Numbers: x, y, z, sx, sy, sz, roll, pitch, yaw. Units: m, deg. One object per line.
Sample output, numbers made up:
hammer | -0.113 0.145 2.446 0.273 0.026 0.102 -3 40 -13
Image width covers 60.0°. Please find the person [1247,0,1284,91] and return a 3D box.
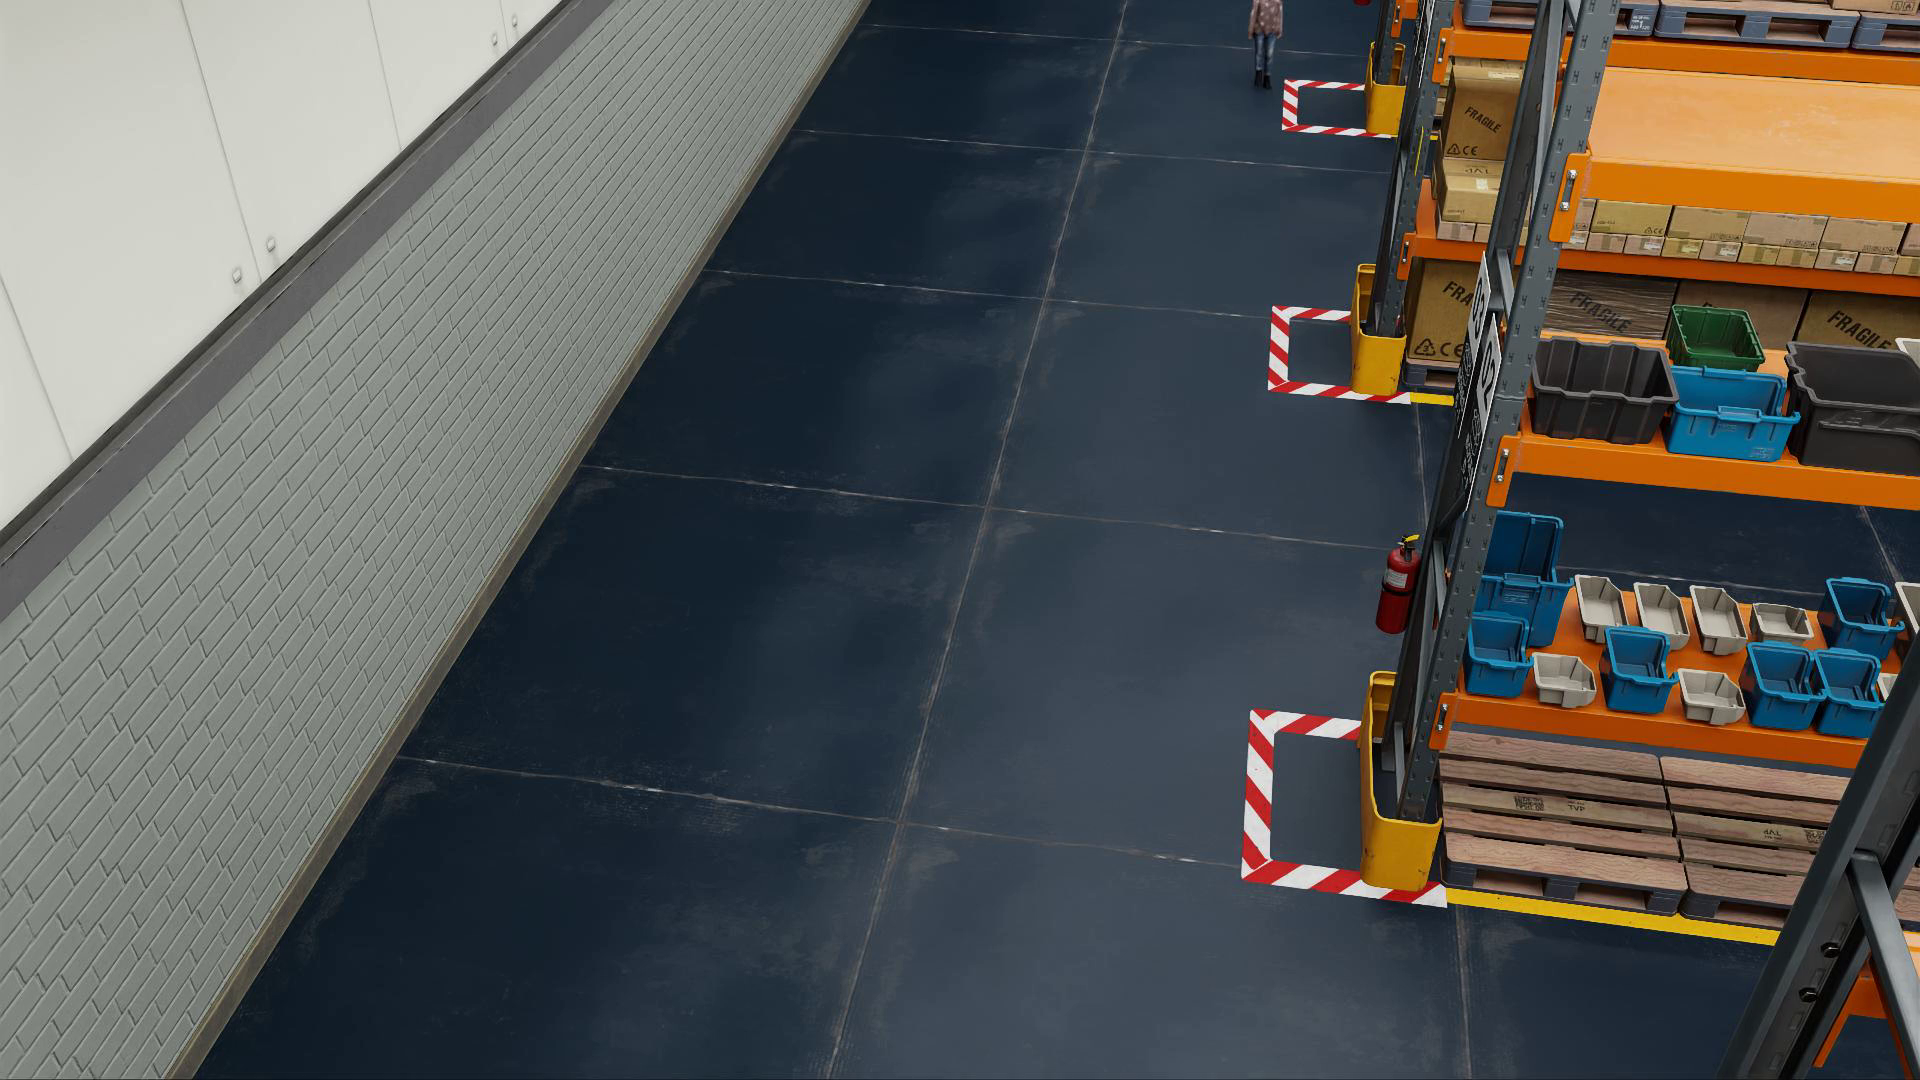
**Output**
person | 3.170 -5.313 17.252 0.620 1.180 0.587 4 37 6
